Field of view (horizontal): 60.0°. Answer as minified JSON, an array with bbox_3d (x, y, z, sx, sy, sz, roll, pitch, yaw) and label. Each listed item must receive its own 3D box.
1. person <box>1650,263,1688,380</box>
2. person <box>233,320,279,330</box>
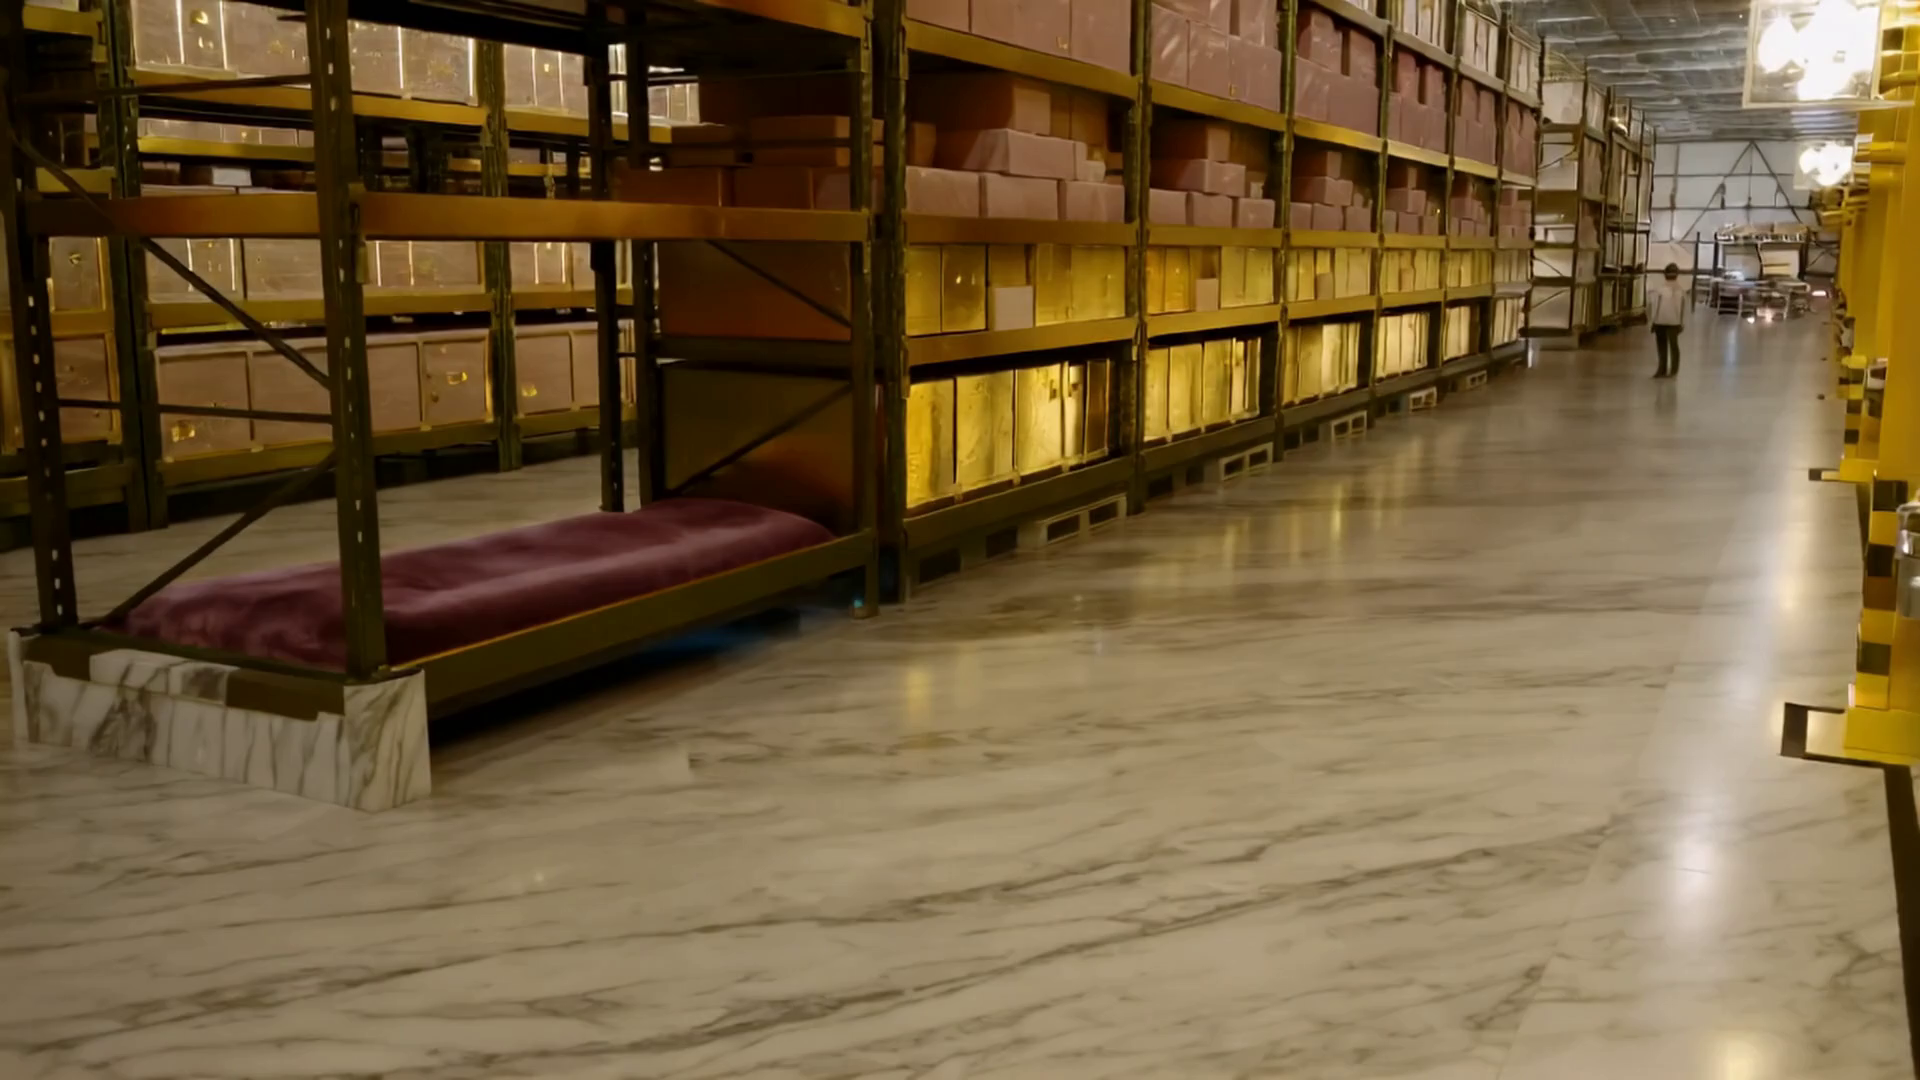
[{"bbox_3d":[12.144,-3.730,28.500,0.622,1.993,0.382,-3,10,-17],"label":"person"},{"bbox_3d":[-7.629,-1.854,18.253,0.617,1.785,0.920,5,11,27],"label":"person"}]
